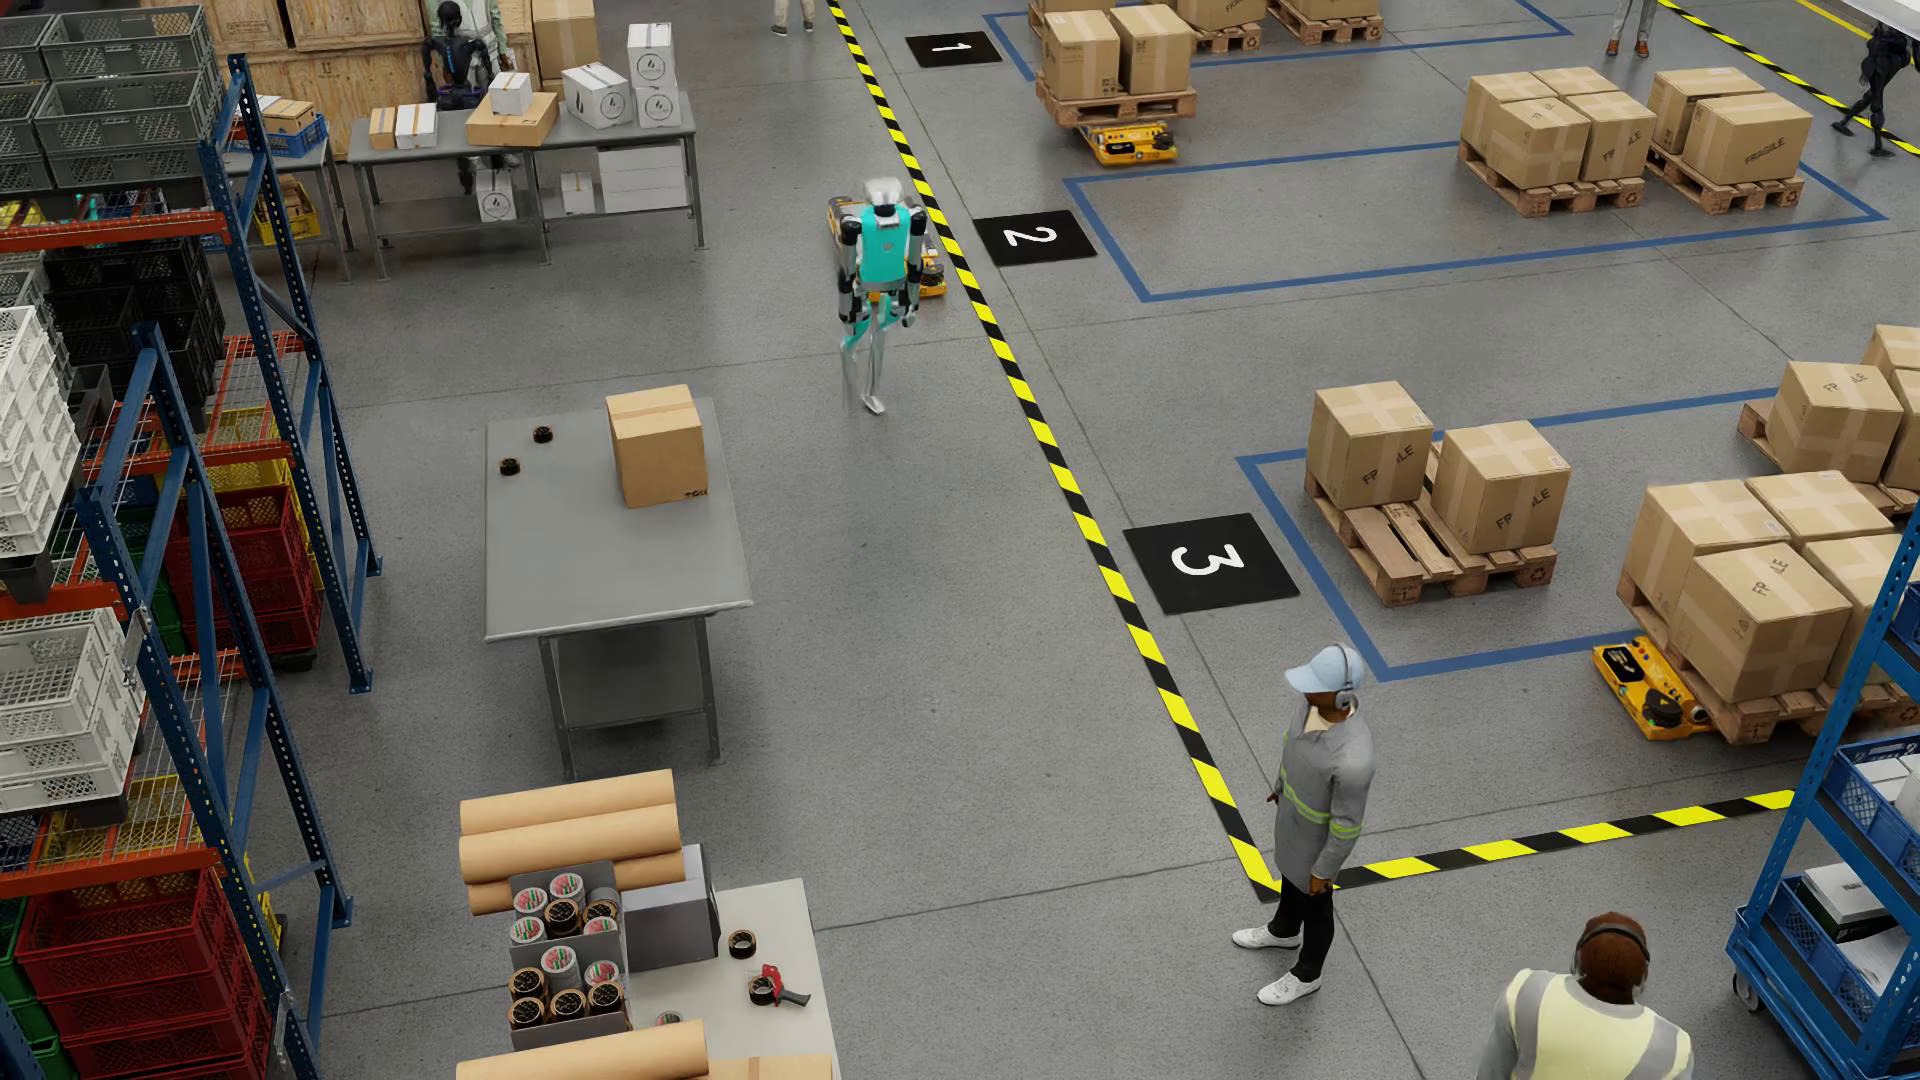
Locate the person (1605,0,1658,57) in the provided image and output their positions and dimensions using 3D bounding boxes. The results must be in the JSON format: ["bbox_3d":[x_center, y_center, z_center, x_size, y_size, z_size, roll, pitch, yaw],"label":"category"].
[{"bbox_3d":[6.469,-5.466,15.546,0.590,1.883,0.376,7,37,9],"label":"person"}]

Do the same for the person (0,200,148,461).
[{"bbox_3d":[-5.308,-1.188,9.854,0.681,1.821,0.424,-29,46,-33],"label":"person"}]

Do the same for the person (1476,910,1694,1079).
[{"bbox_3d":[2.045,1.974,5.638,0.606,1.791,0.972,28,45,32],"label":"person"}]

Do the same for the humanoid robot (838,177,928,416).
[{"bbox_3d":[-0.549,-1.507,10.378,0.542,1.800,0.826,-12,38,-15],"label":"humanoid robot"}]

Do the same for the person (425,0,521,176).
[{"bbox_3d":[-3.925,-3.898,13.394,0.605,1.940,0.412,-26,44,-31],"label":"person"}]

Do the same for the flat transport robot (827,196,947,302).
[{"bbox_3d":[-0.570,-2.220,12.538,0.659,0.231,1.431,-8,37,-10],"label":"flat transport robot"}]

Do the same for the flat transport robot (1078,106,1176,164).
[{"bbox_3d":[1.346,-3.668,14.460,0.652,0.197,1.431,-8,37,-10],"label":"flat transport robot"}]

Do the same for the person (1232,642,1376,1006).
[{"bbox_3d":[1.395,1.136,6.700,0.370,1.853,0.589,-6,37,-8],"label":"person"}]

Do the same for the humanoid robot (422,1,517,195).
[{"bbox_3d":[-3.845,-3.379,12.924,0.603,1.645,0.618,2,37,3],"label":"humanoid robot"}]

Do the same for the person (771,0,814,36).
[{"bbox_3d":[-1.656,-5.770,16.049,0.572,1.769,0.397,-16,40,-20],"label":"person"}]

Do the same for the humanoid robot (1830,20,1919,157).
[{"bbox_3d":[7.788,-4.054,13.863,0.591,1.627,0.777,-15,39,-19],"label":"humanoid robot"}]

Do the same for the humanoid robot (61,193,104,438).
[{"bbox_3d":[-5.516,-1.437,10.236,0.745,1.750,0.578,-17,40,-21],"label":"humanoid robot"}]

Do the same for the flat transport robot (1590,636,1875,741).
[{"bbox_3d":[4.105,0.677,8.620,1.431,0.197,0.652,-5,37,-7],"label":"flat transport robot"}]
